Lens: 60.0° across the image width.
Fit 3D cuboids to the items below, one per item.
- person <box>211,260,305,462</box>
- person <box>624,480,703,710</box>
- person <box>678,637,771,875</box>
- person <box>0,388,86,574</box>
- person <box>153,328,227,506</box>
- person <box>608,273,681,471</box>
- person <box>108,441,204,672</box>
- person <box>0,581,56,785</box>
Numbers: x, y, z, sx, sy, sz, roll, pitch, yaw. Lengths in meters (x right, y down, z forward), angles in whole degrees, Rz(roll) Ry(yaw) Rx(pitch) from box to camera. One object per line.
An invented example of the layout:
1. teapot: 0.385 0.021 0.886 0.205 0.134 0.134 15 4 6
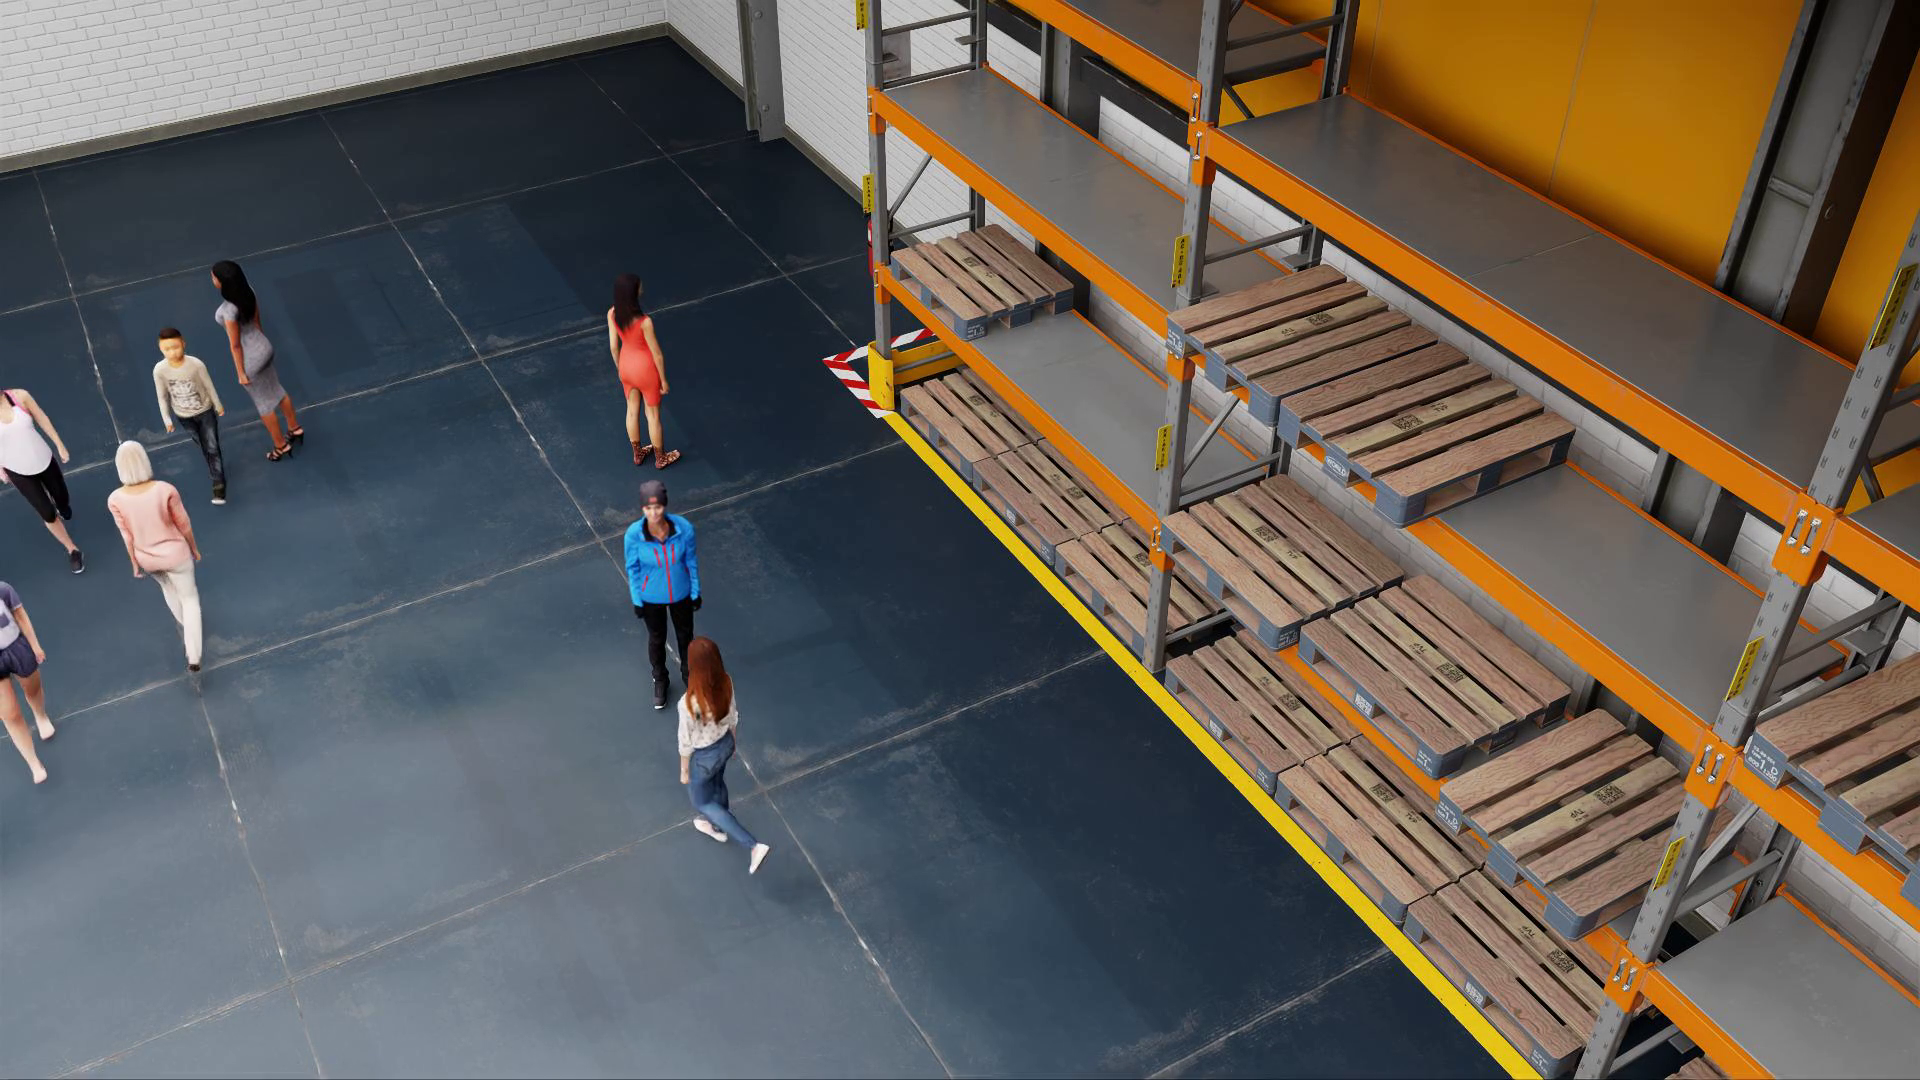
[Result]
1. person: -5.571 -1.422 13.186 0.724 1.777 0.645 6 39 7
2. person: -1.935 0.356 10.946 0.674 1.795 0.624 -8 39 -10
3. person: -1.422 1.293 9.836 1.024 1.714 0.833 23 44 26
4. person: -6.796 -0.589 12.157 0.653 1.760 0.950 -24 44 -27
5. person: -5.968 -1.033 12.976 0.741 1.431 1.043 -9 40 -12
6. person: -2.527 -1.320 13.104 0.635 1.720 0.725 15 41 18
7. person: -5.408 0.155 11.277 0.763 1.694 1.078 -11 40 -14
8. person: -6.121 0.714 10.641 0.673 1.615 0.995 -26 45 -28
